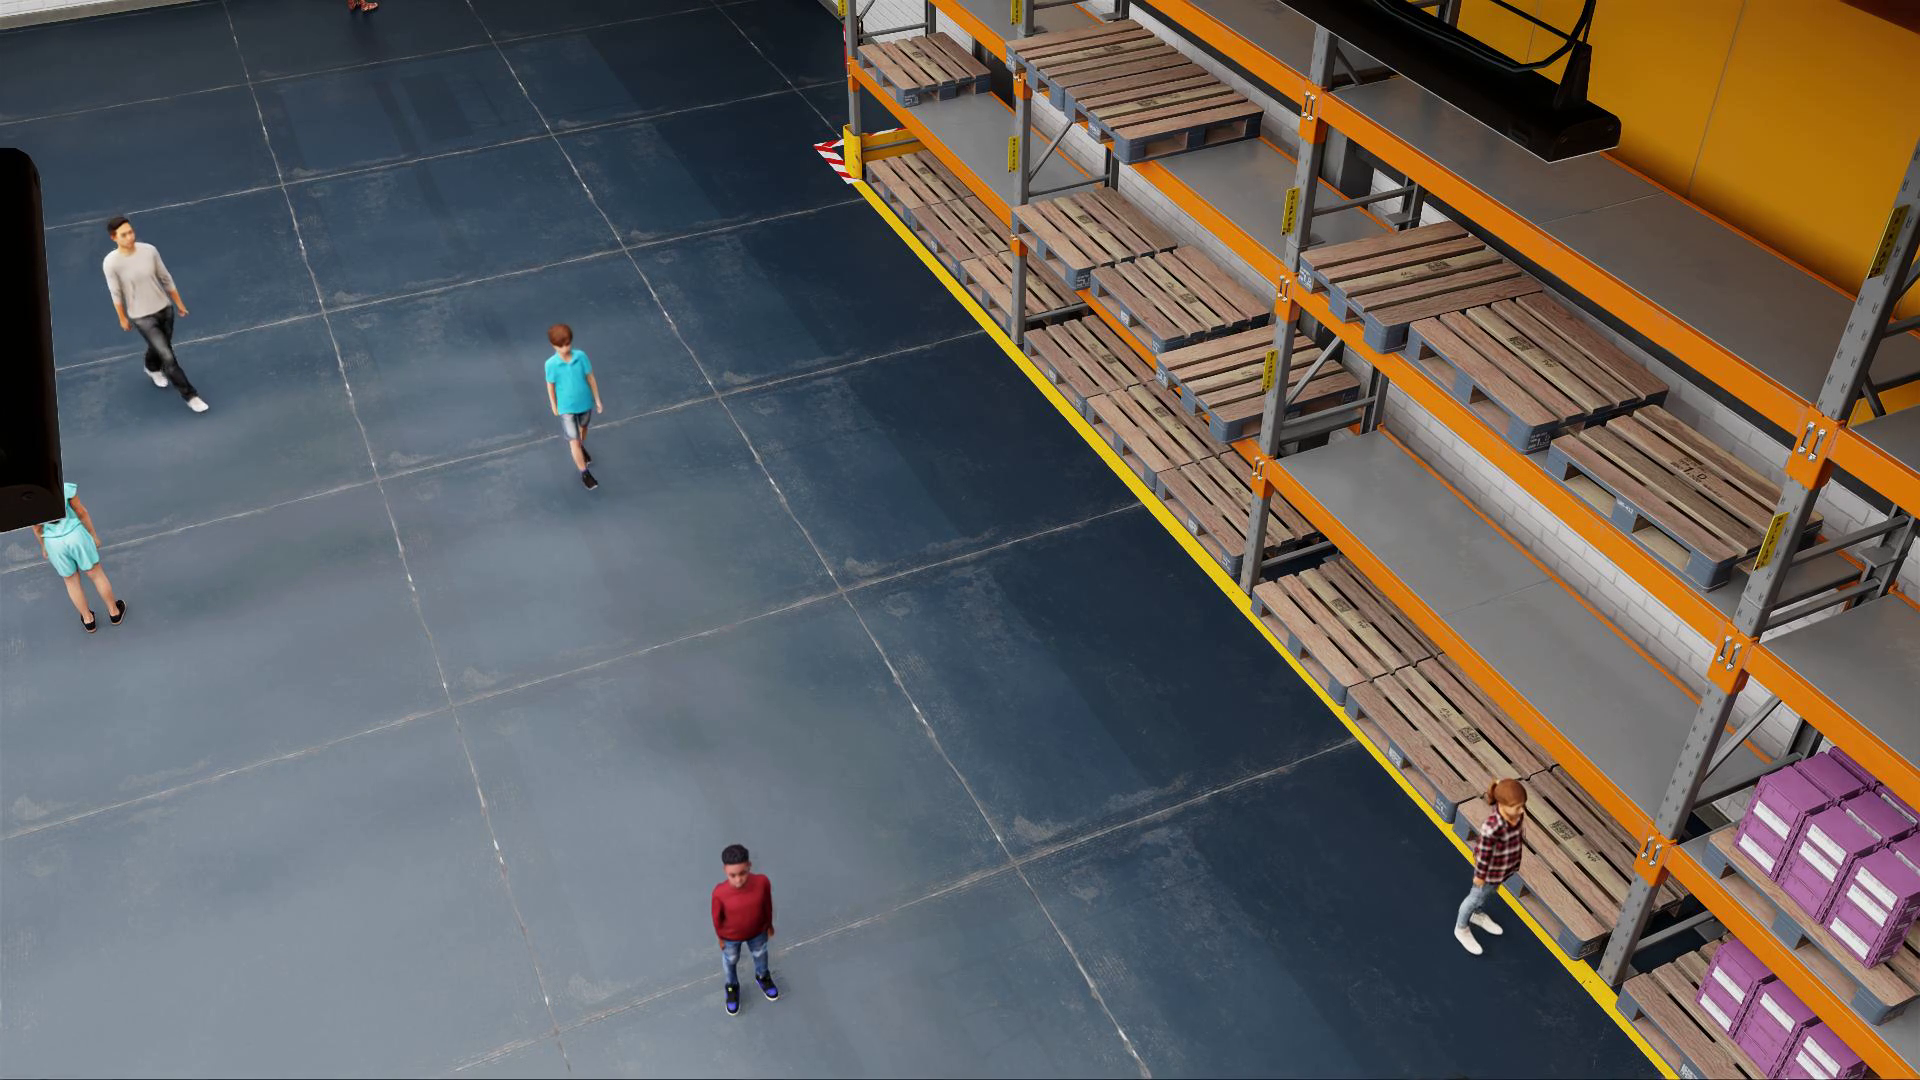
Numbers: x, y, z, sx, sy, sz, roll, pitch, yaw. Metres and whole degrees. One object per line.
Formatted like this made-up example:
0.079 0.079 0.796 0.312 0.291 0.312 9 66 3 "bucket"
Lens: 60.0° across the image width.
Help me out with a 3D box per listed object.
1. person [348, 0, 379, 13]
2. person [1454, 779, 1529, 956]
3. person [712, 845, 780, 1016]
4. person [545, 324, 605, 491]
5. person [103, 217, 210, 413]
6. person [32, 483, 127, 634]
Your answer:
-8.025 -7.770 21.713 0.656 1.719 0.731 16 41 19 "person"
3.178 1.909 9.923 0.587 1.306 0.606 -29 47 -31 "person"
-1.250 2.211 9.586 0.520 1.256 0.501 -12 40 -15 "person"
-3.195 -1.170 13.696 0.626 1.410 0.959 -23 44 -26 "person"
-7.079 -2.005 14.446 1.270 1.778 1.024 25 45 28 "person"
-6.501 0.001 12.111 0.536 1.558 0.504 -16 41 -20 "person"
